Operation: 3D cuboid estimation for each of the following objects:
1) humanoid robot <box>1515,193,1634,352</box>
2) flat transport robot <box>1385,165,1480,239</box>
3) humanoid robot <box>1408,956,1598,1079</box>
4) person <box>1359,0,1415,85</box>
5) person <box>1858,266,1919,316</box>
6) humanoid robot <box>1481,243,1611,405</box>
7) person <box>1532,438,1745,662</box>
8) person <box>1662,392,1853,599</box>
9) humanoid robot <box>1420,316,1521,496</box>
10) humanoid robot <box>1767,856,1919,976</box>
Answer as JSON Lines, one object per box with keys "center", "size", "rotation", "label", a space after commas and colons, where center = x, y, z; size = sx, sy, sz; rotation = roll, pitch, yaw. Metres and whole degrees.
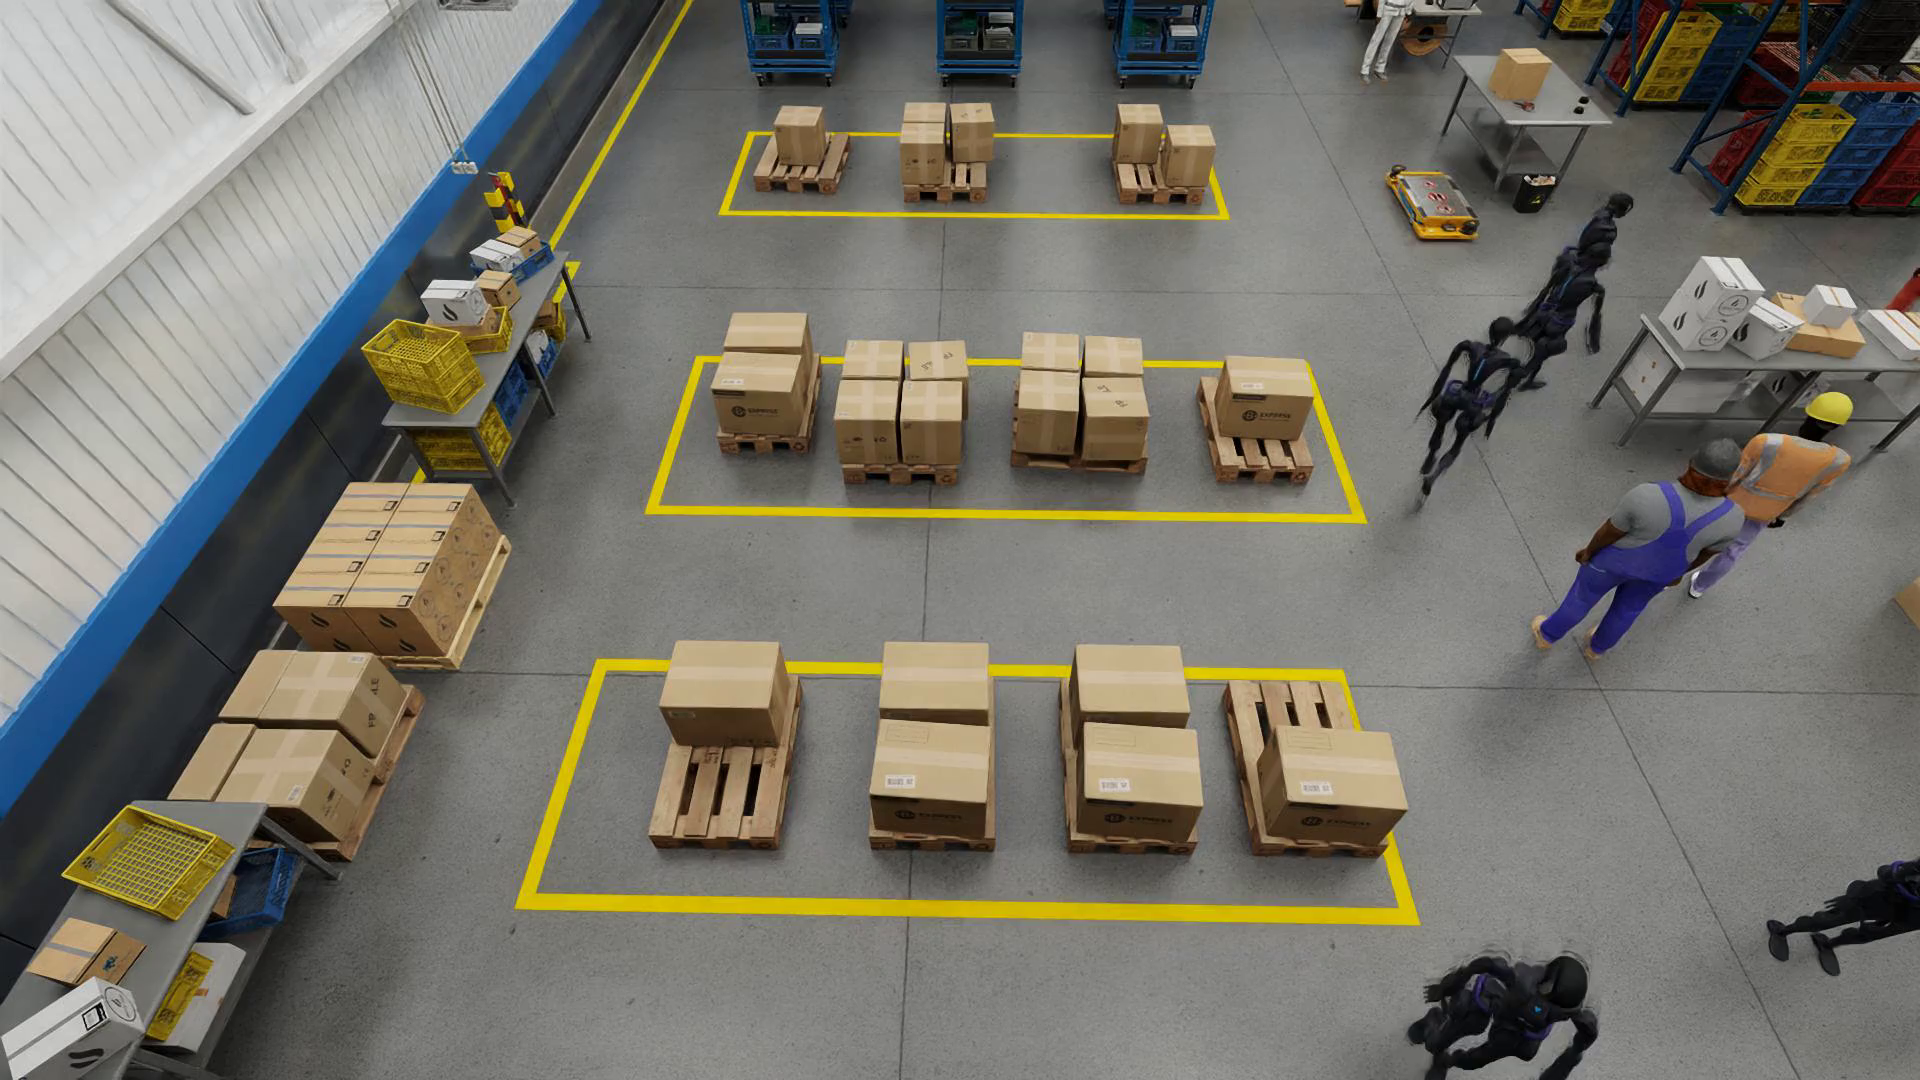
{"center": [6.015, -2.562, 8.828], "size": [0.498, 1.643, 0.561], "rotation": [3, 49, 3], "label": "humanoid robot"}
{"center": [5.692, -4.094, 11.059], "size": [0.652, 0.197, 1.431], "rotation": [1, 49, 1], "label": "flat transport robot"}
{"center": [2.599, 2.443, 4.491], "size": [0.585, 1.645, 0.505], "rotation": [28, 55, 22], "label": "humanoid robot"}
{"center": [6.120, -7.443, 12.909], "size": [0.574, 1.882, 0.356], "rotation": [-12, 50, -10], "label": "person"}
{"center": [9.549, -2.642, 8.709], "size": [0.656, 1.958, 0.799], "rotation": [5, 49, 4], "label": "person"}
{"center": [5.335, -1.914, 8.294], "size": [0.786, 1.631, 0.548], "rotation": [-7, 50, -6], "label": "humanoid robot"}
{"center": [4.644, 0.081, 6.292], "size": [0.686, 2.000, 0.536], "rotation": [15, 51, 13], "label": "person"}
{"center": [5.758, -0.281, 6.686], "size": [0.584, 1.918, 0.373], "rotation": [18, 51, 15], "label": "person"}
{"center": [4.134, -1.085, 7.554], "size": [0.571, 1.638, 0.574], "rotation": [35, 57, 26], "label": "humanoid robot"}
{"center": [5.089, 1.960, 4.903], "size": [0.581, 1.652, 0.323], "rotation": [13, 50, 11], "label": "humanoid robot"}
